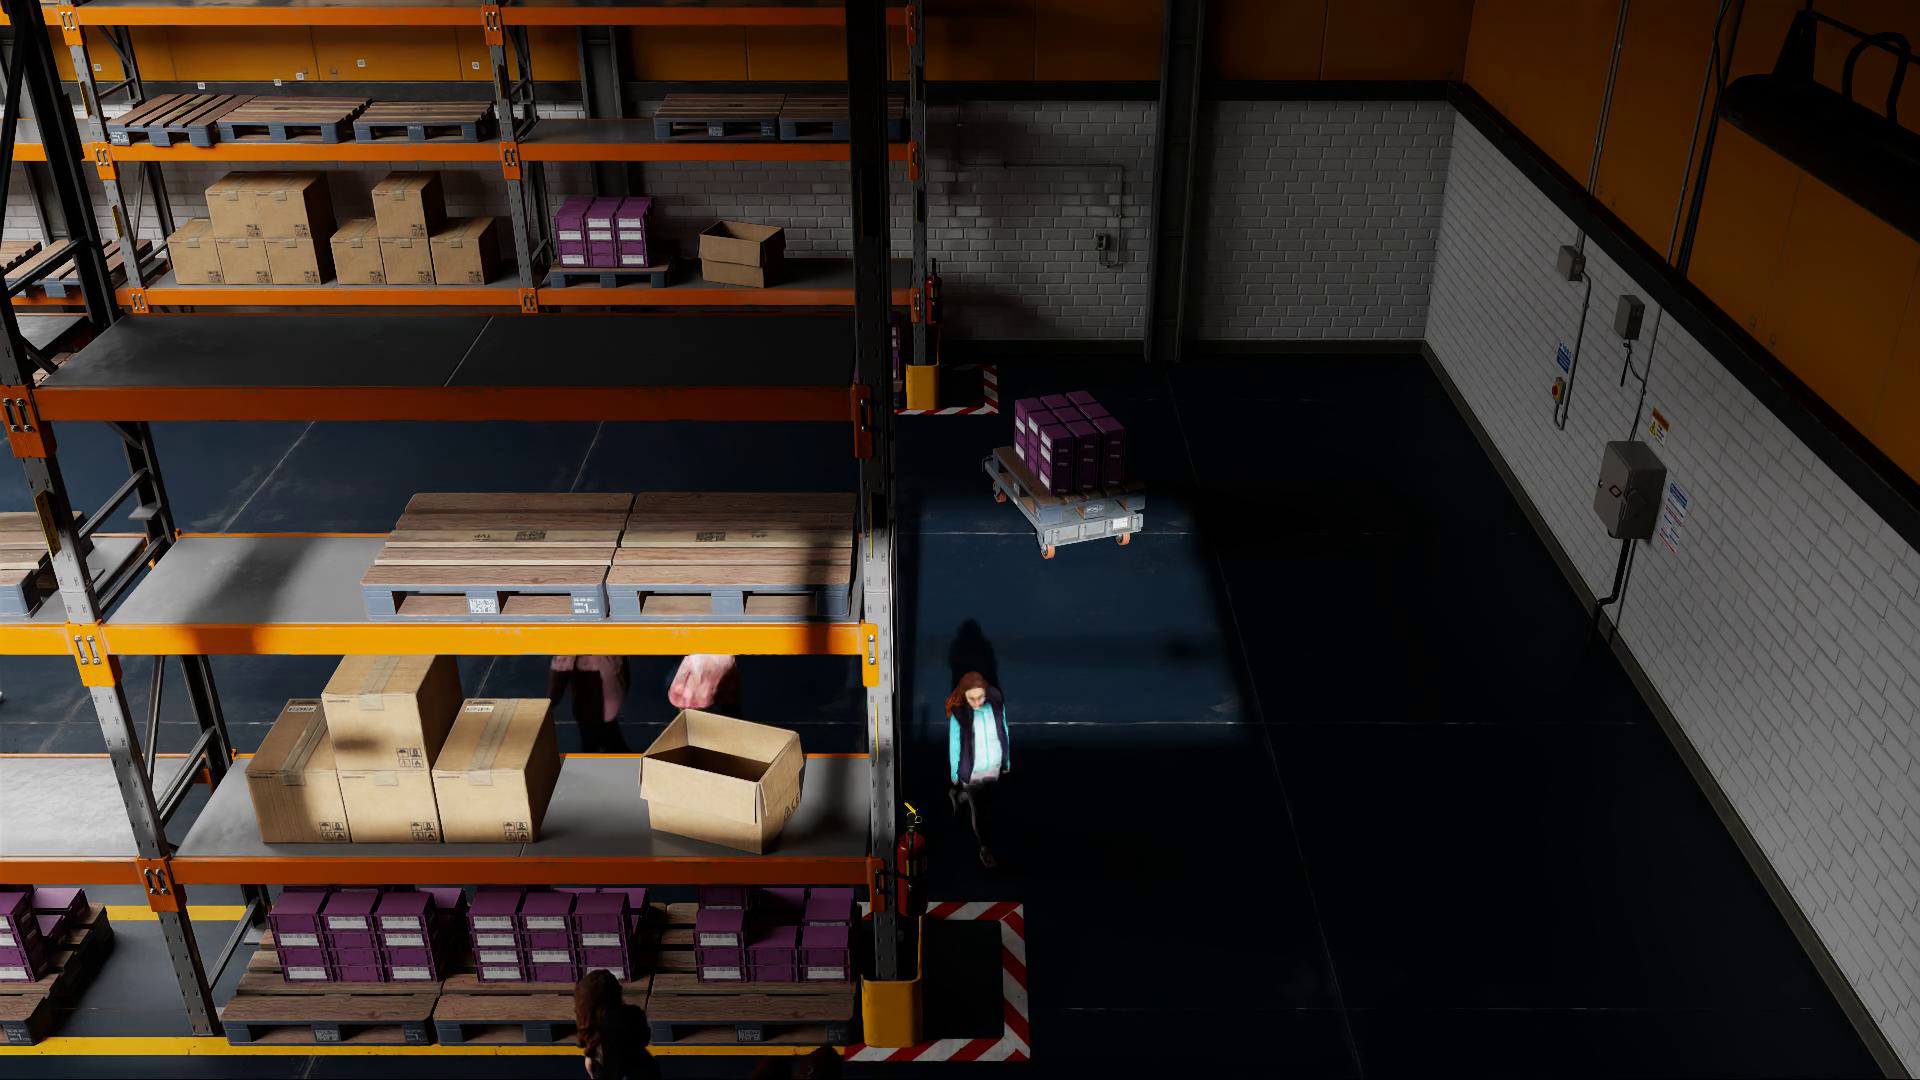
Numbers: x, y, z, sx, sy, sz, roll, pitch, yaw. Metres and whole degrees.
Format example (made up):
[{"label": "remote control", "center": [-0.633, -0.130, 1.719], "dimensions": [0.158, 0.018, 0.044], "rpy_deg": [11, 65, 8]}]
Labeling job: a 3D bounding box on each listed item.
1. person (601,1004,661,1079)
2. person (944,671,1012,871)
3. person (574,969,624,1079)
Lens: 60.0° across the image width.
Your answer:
[{"label": "person", "center": [-1.573, 2.879, 7.950], "dimensions": [0.613, 1.707, 0.650], "rpy_deg": [-7, 29, -13]}, {"label": "person", "center": [0.088, 1.426, 10.860], "dimensions": [0.909, 1.473, 0.904], "rpy_deg": [-18, 33, -29]}, {"label": "person", "center": [-1.679, 2.781, 8.088], "dimensions": [0.655, 1.747, 0.718], "rpy_deg": [25, 37, 38]}]
